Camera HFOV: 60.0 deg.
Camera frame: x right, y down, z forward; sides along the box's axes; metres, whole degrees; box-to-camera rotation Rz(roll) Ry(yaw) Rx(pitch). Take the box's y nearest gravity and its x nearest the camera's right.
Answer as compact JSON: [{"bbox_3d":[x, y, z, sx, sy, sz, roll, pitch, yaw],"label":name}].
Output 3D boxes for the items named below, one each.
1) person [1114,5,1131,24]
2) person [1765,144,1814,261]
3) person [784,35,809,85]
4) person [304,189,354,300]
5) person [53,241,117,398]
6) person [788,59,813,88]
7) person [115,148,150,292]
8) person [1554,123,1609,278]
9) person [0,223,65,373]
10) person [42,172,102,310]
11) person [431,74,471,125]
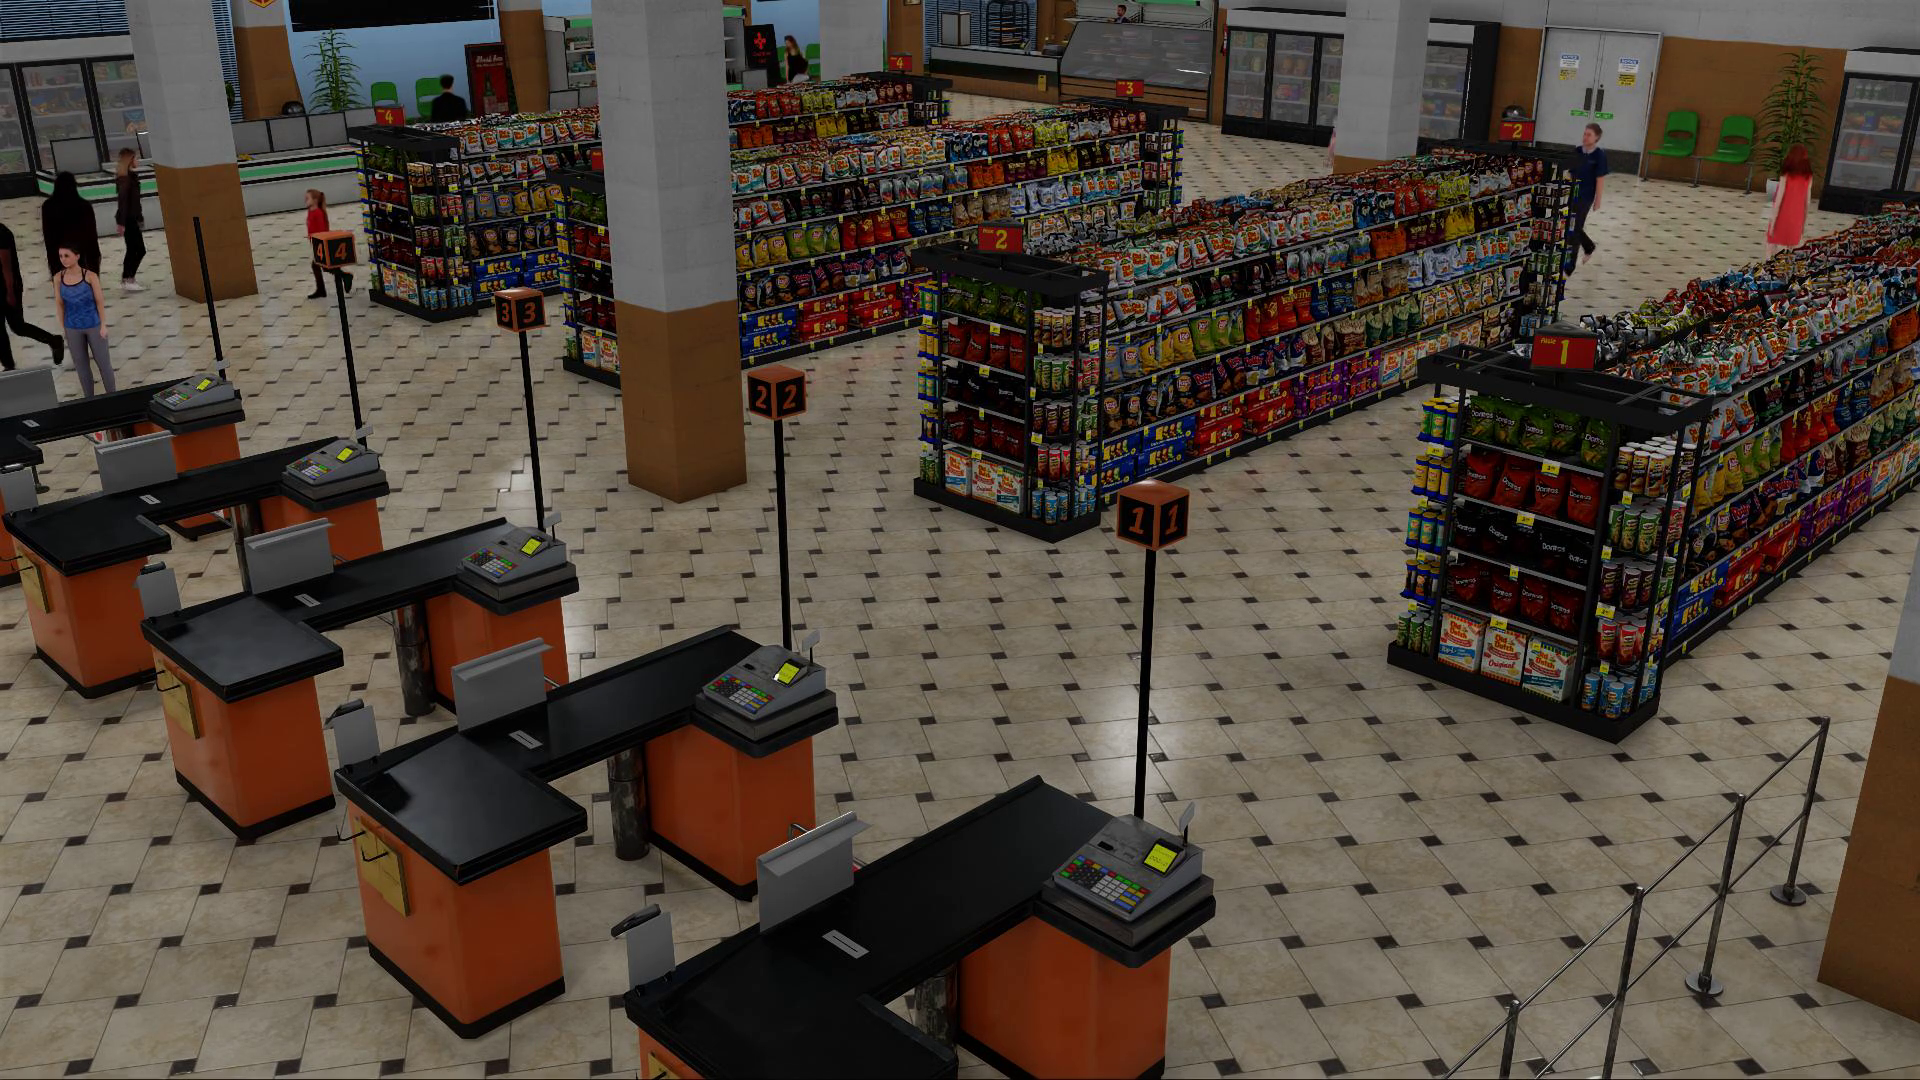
[{"bbox_3d":[3.718,-11.424,38.514,0.614,1.868,0.570,20,29,41],"label":"person"},{"bbox_3d":[9.563,-3.598,19.120,1.083,1.805,1.074,-3,22,-7],"label":"person"},{"bbox_3d":[-3.203,-9.213,33.232,0.719,1.702,0.909,-11,24,-25],"label":"person"},{"bbox_3d":[-7.455,-3.471,19.521,0.746,1.271,0.481,-20,29,-40],"label":"person"},{"bbox_3d":[-8.032,-1.929,15.281,0.640,1.570,0.710,-1,22,-4],"label":"person"},{"bbox_3d":[-2.549,-6.748,26.818,0.795,1.911,0.776,9,24,21],"label":"person"},{"bbox_3d":[-9.903,-3.754,19.695,0.756,1.667,0.732,-5,22,-12],"label":"person"},{"bbox_3d":[7.717,-4.200,20.565,1.139,1.845,0.827,-13,25,-29],"label":"person"},{"bbox_3d":[-9.268,-2.446,16.259,0.872,1.802,1.133,12,25,27],"label":"person"},{"bbox_3d":[-9.482,-3.037,17.820,0.824,1.733,0.860,-15,26,-32],"label":"person"},{"bbox_3d":[-7.674,-6.038,25.115,0.970,1.863,1.029,0,22,1],"label":"person"}]
